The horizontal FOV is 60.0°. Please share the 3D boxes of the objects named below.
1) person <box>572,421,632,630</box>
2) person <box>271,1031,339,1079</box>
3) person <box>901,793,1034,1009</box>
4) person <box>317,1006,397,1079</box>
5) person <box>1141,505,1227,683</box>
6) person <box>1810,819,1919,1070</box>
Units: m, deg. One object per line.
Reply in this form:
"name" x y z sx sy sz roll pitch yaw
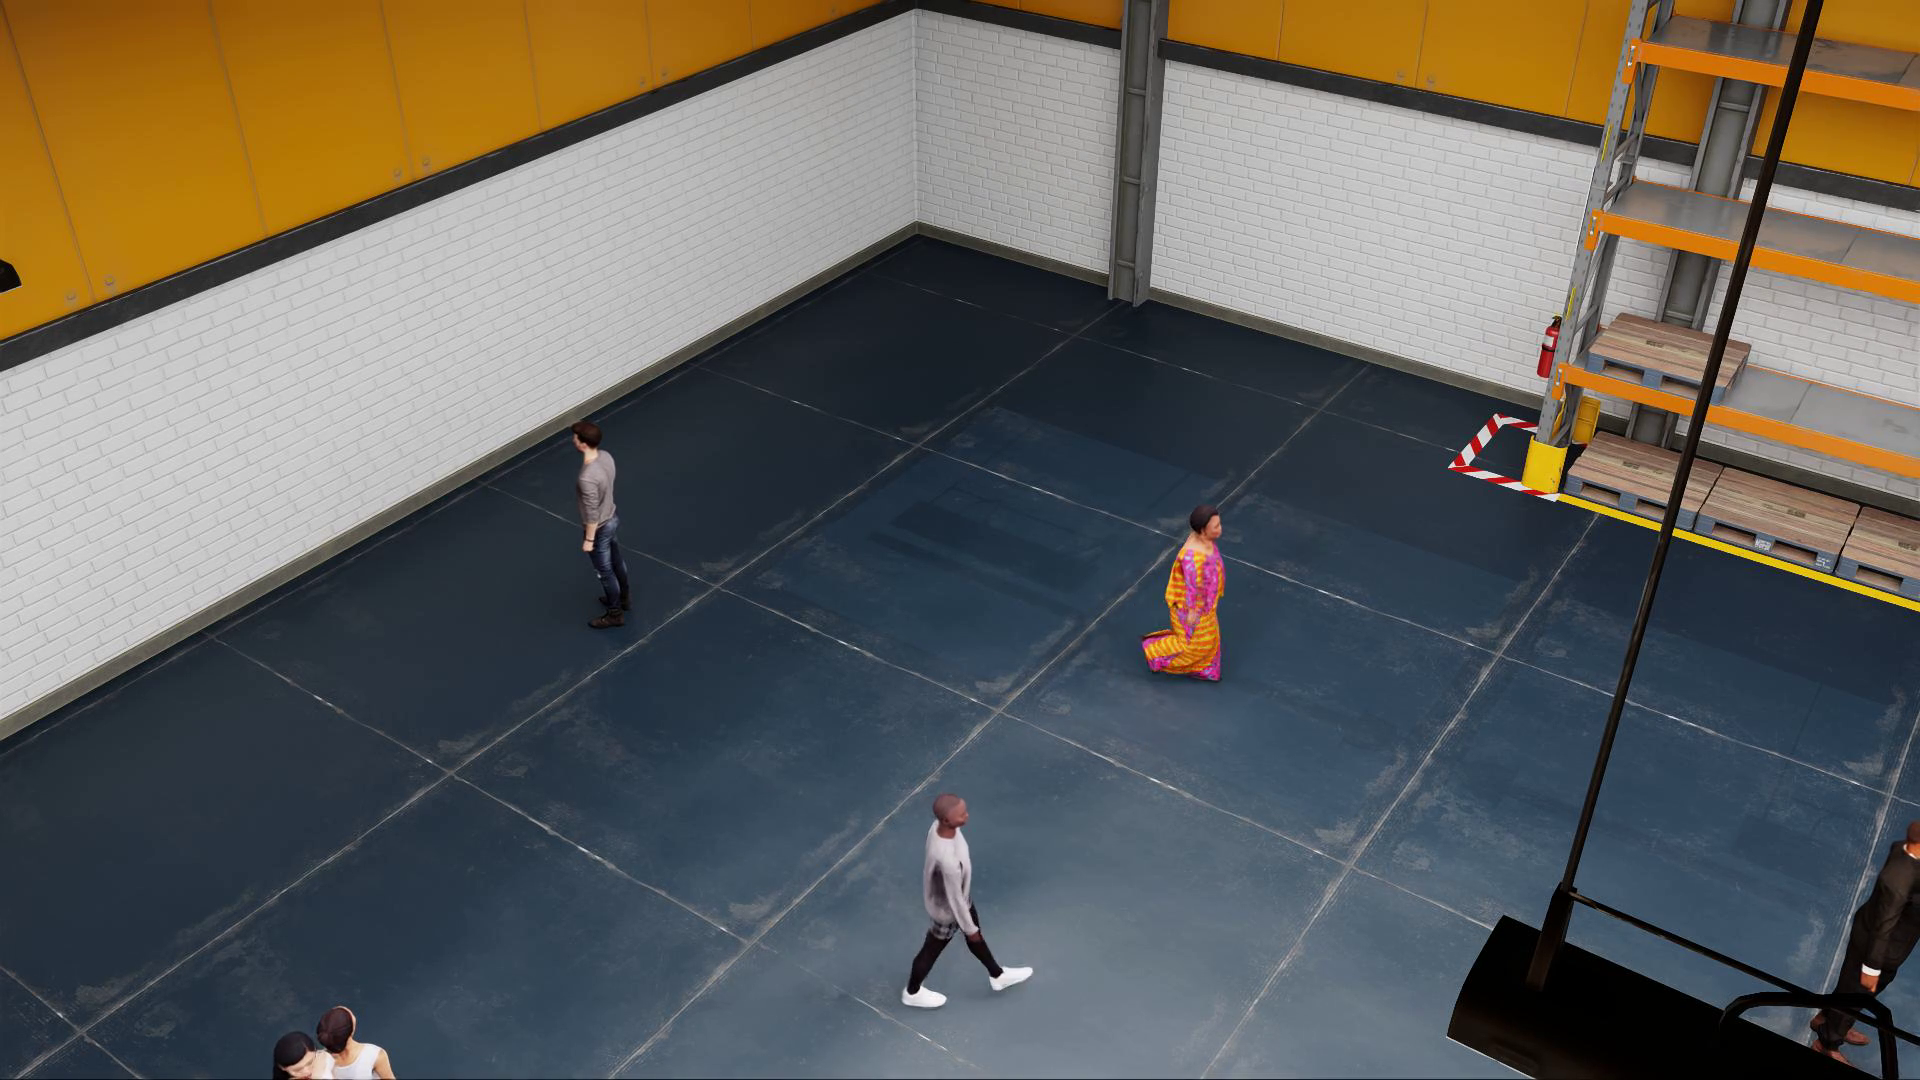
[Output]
"person" -2.965 -0.133 13.758 0.757 1.905 0.780 4 34 6
"person" -3.383 3.230 8.814 0.609 1.776 0.628 21 39 28
"person" -0.177 2.265 10.299 1.173 1.740 1.021 0 34 0
"person" -3.261 3.134 9.112 0.661 1.606 0.725 -4 34 -6
"person" 1.810 0.446 13.113 0.973 1.653 0.763 13 36 19
"person" 5.496 2.397 9.951 0.588 1.904 0.681 21 39 28
